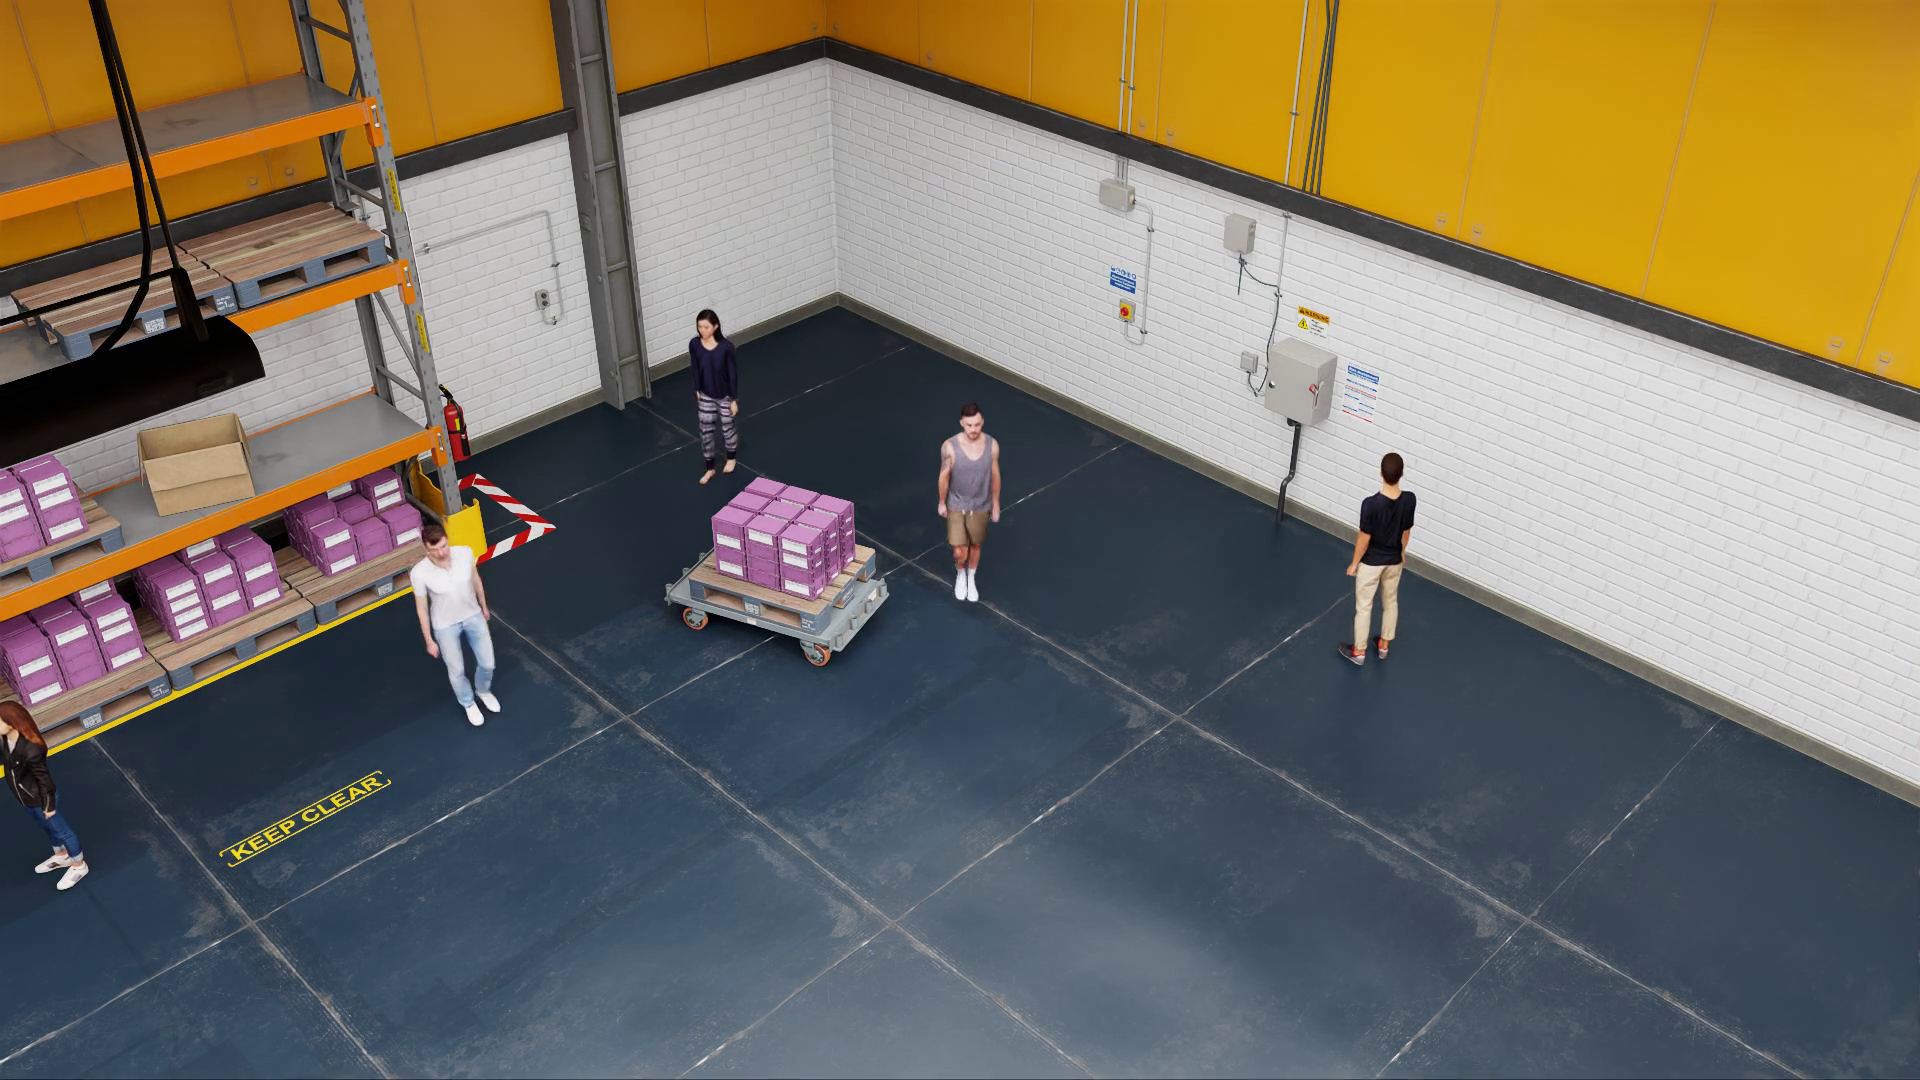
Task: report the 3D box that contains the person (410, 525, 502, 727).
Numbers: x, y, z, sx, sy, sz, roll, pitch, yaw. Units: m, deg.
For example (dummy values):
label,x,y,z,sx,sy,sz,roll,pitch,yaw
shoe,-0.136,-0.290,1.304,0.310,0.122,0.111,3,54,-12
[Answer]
label,x,y,z,sx,sy,sz,roll,pitch,yaw
person,-3.750,0.569,12.318,0.646,1.827,0.810,-25,41,-32

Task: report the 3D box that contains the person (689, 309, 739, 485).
label,x,y,z,sx,sy,sz,roll,pitch,yaw
person,-2.204,-1.395,15.373,0.830,1.715,0.907,5,34,7

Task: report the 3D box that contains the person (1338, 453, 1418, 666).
label,x,y,z,sx,sy,sz,roll,pitch,yaw
person,3.269,0.158,12.911,0.640,1.854,0.774,-9,35,-14

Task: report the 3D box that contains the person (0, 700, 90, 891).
label,x,y,z,sx,sy,sz,roll,pitch,yaw
person,-6.100,1.655,10.994,0.594,1.483,0.562,21,39,28

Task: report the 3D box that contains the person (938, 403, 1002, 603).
label,x,y,z,sx,sy,sz,roll,pitch,yaw
person,0.073,-0.351,13.442,0.740,1.835,0.837,-5,34,-7
